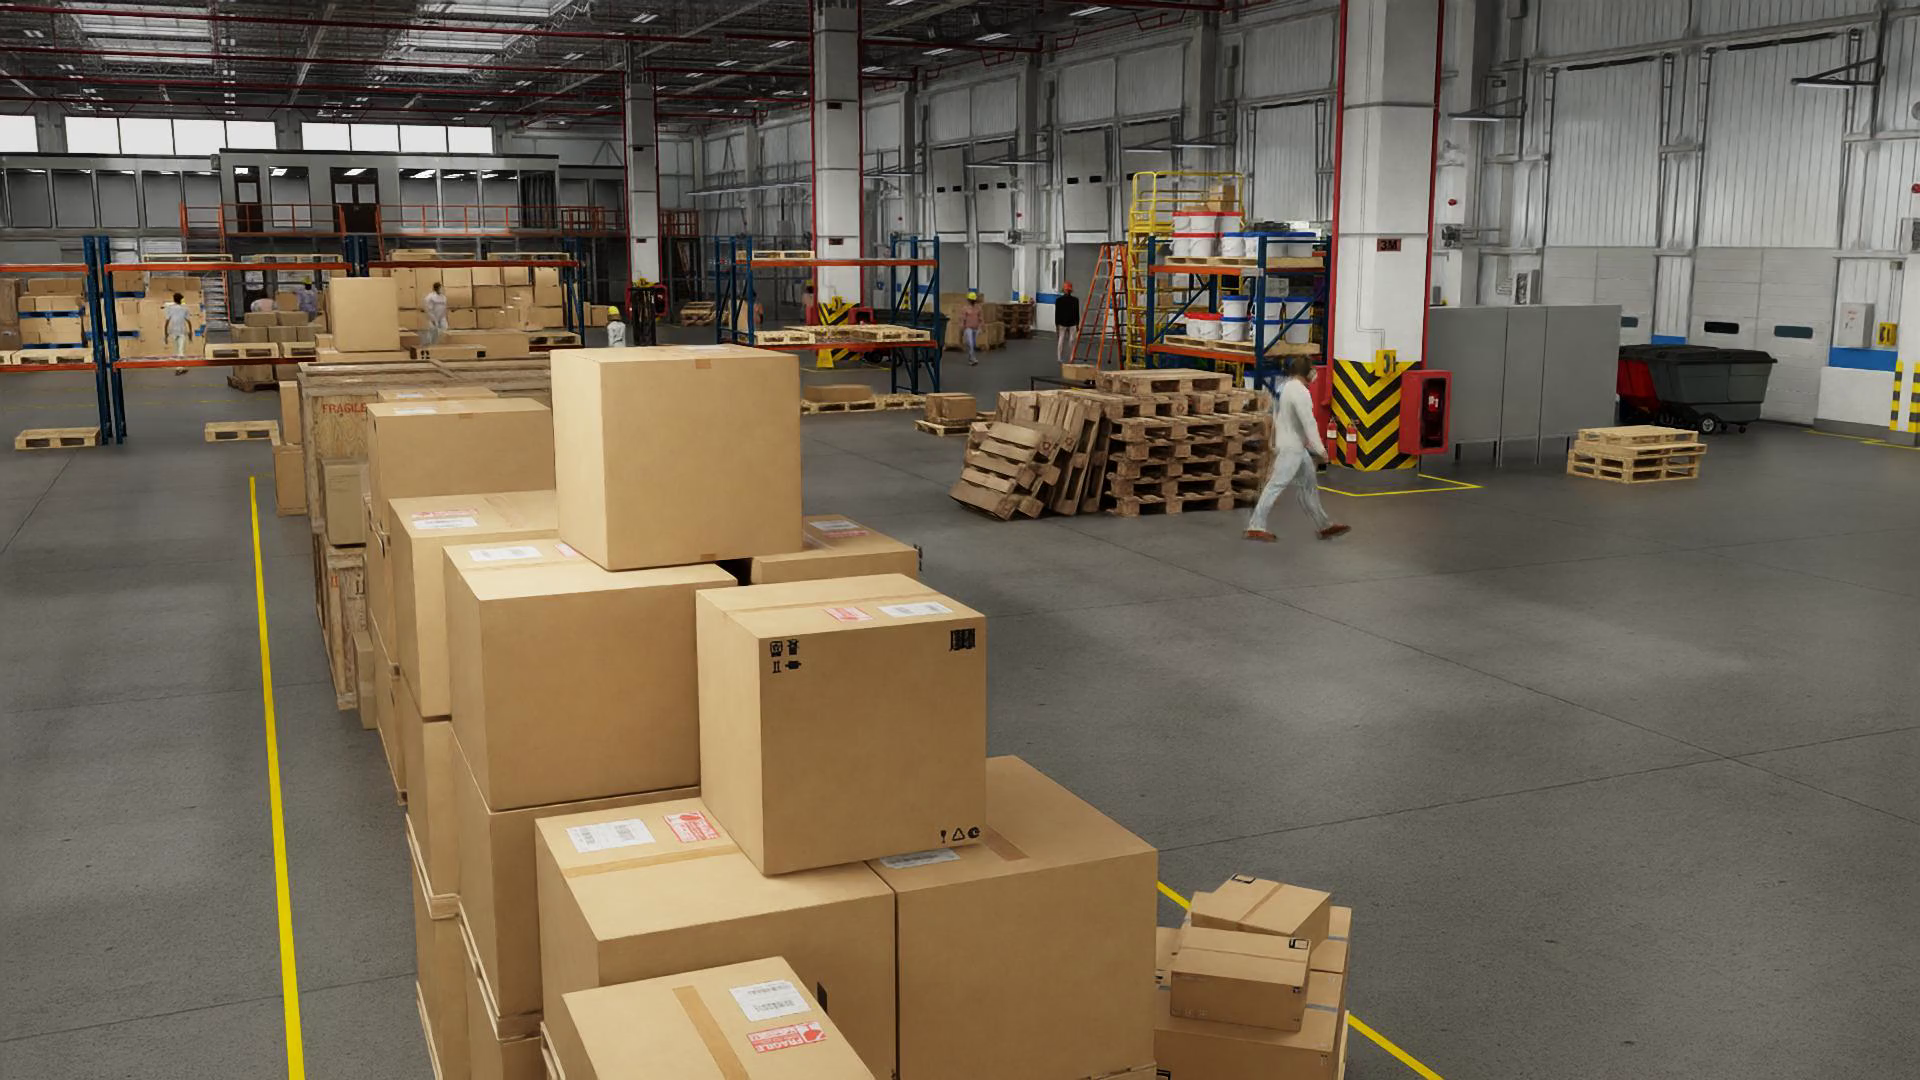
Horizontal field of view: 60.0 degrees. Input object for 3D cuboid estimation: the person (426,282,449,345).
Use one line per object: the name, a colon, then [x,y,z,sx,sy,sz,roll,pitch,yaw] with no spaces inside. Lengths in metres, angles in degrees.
person: [-13.272,-5.607,42.338,1.024,1.888,0.633,8,13,36]

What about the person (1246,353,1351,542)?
person: [3.340,-0.898,16.432,1.058,1.876,0.623,1,10,4]

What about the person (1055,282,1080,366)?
person: [2.539,-5.098,39.269,0.608,1.986,0.400,-3,11,-17]

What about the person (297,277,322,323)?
person: [-18.710,-6.609,47.807,0.445,1.905,0.614,9,13,40]

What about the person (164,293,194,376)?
person: [-17.213,-4.527,36.610,0.592,1.820,0.906,-2,10,-11]

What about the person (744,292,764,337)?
person: [-5.275,-5.497,42.371,0.545,1.651,0.866,-3,11,-14]

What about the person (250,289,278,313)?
person: [-16.662,-5.104,39.825,0.639,1.797,0.945,-9,14,-40]

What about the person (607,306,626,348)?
person: [-6.435,-3.493,31.091,0.311,1.737,0.483,5,11,24]

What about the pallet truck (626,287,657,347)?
pallet truck: [-6.464,-4.406,35.401,0.823,1.965,1.885,6,12,32]

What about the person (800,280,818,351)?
person: [-4.003,-5.964,44.259,0.605,1.900,0.749,6,12,28]

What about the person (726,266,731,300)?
person: [-8.875,-9.631,64.373,0.378,1.932,0.551,1,10,6]

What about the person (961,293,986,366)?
person: [0.324,-4.966,39.244,0.532,1.718,0.906,-5,11,-24]
